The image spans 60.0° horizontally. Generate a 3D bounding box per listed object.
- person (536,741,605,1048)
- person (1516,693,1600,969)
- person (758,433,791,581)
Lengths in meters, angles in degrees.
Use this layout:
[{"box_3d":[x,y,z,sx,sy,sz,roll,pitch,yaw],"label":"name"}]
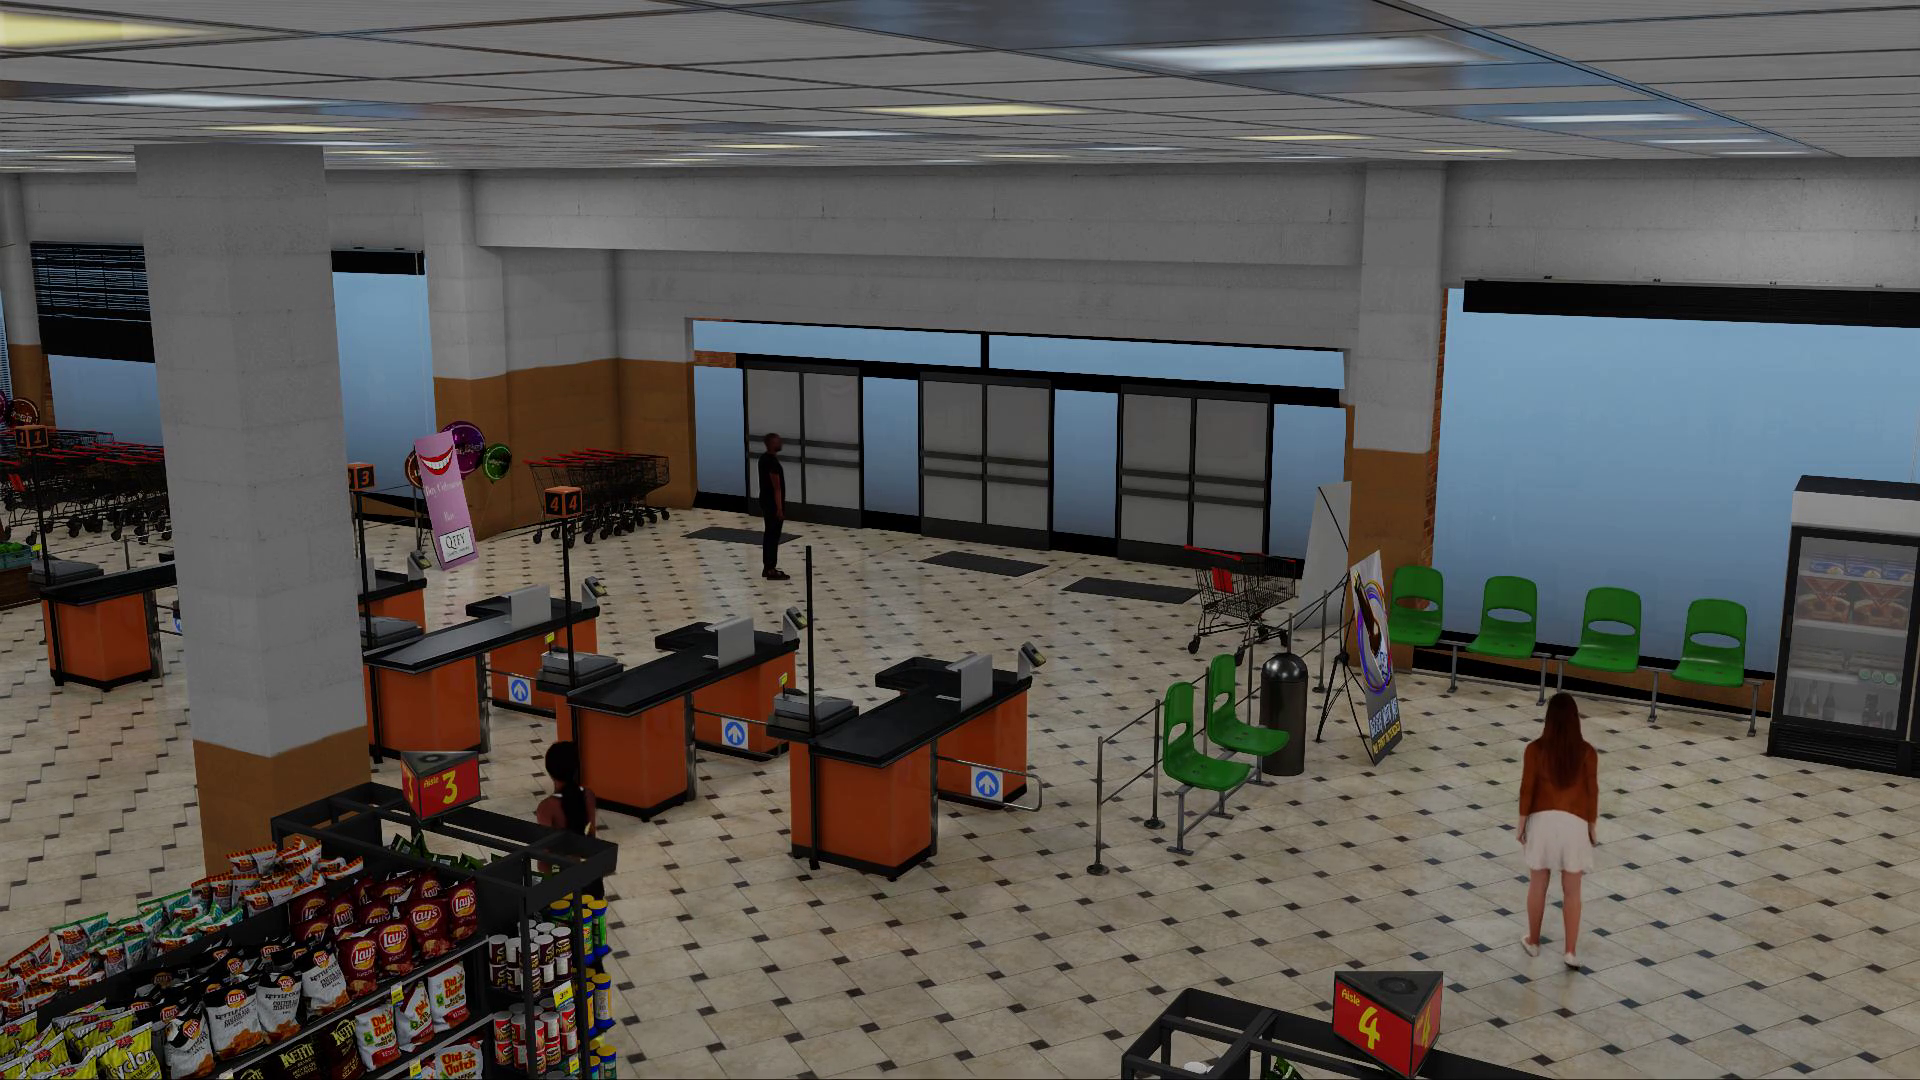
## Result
[{"box_3d":[-2.101,2.004,9.244,0.953,1.726,0.817,-11,16,-41],"label":"person"},{"box_3d":[3.702,1.784,10.269,0.711,1.734,0.773,4,12,17],"label":"person"},{"box_3d":[-2.317,-0.424,20.550,0.776,1.819,0.741,-4,13,-20],"label":"person"}]
